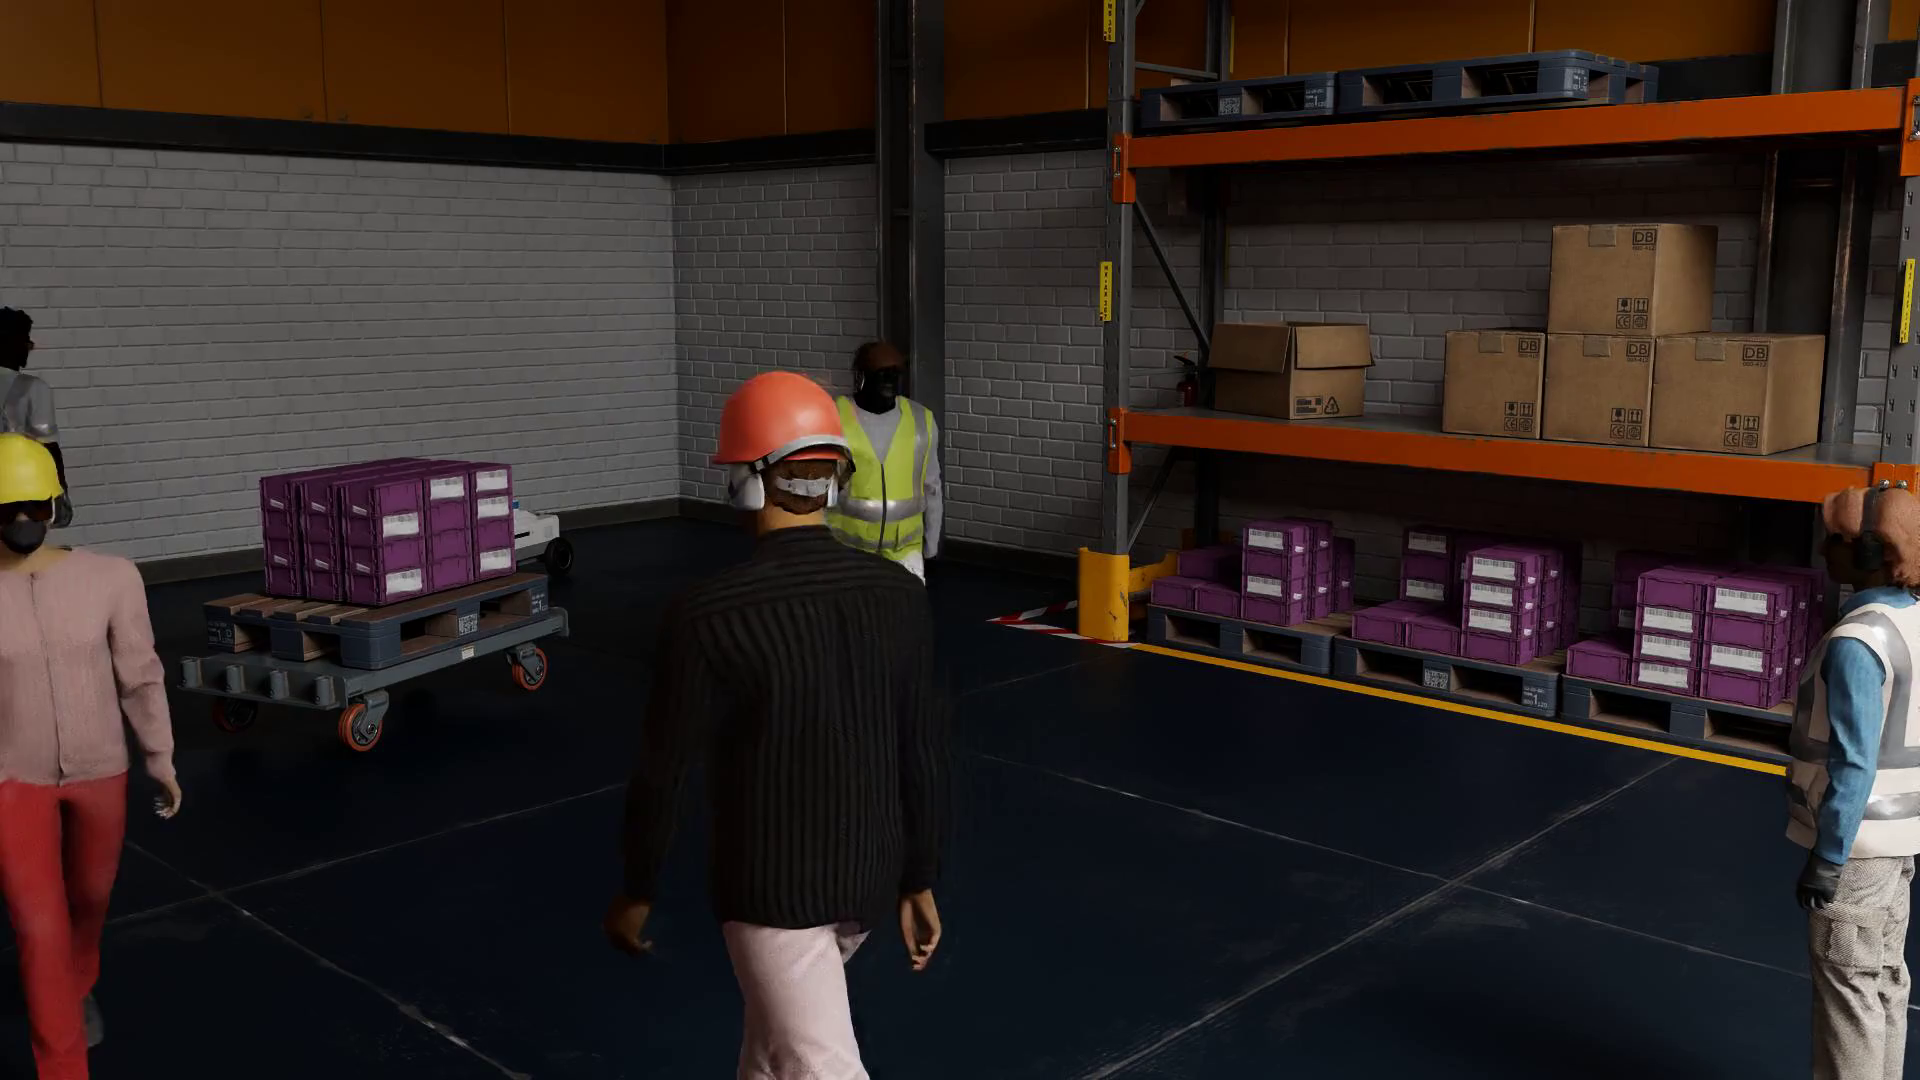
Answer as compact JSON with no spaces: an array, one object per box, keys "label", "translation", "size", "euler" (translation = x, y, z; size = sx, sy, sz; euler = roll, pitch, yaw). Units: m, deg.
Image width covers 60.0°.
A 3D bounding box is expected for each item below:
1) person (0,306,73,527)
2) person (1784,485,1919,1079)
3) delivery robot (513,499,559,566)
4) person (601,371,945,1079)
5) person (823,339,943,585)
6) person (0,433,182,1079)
[{"label":"person","translation":[-5.123,-0.281,8.906],"size":[0.618,1.932,0.954],"euler":[3,10,18]},{"label":"person","translation":[2.059,0.689,3.820],"size":[0.307,1.637,0.525],"euler":[8,12,41]},{"label":"delivery robot","translation":[-3.032,-0.030,11.256],"size":[0.477,0.478,0.707],"euler":[3,10,21]},{"label":"person","translation":[-0.303,0.649,3.192],"size":[1.065,1.935,0.599],"euler":[8,12,40]},{"label":"person","translation":[-0.377,0.042,7.222],"size":[0.650,1.825,0.461],"euler":[-3,10,-16]},{"label":"person","translation":[-2.313,0.578,4.224],"size":[0.526,1.727,0.884],"euler":[-8,12,-42]}]
